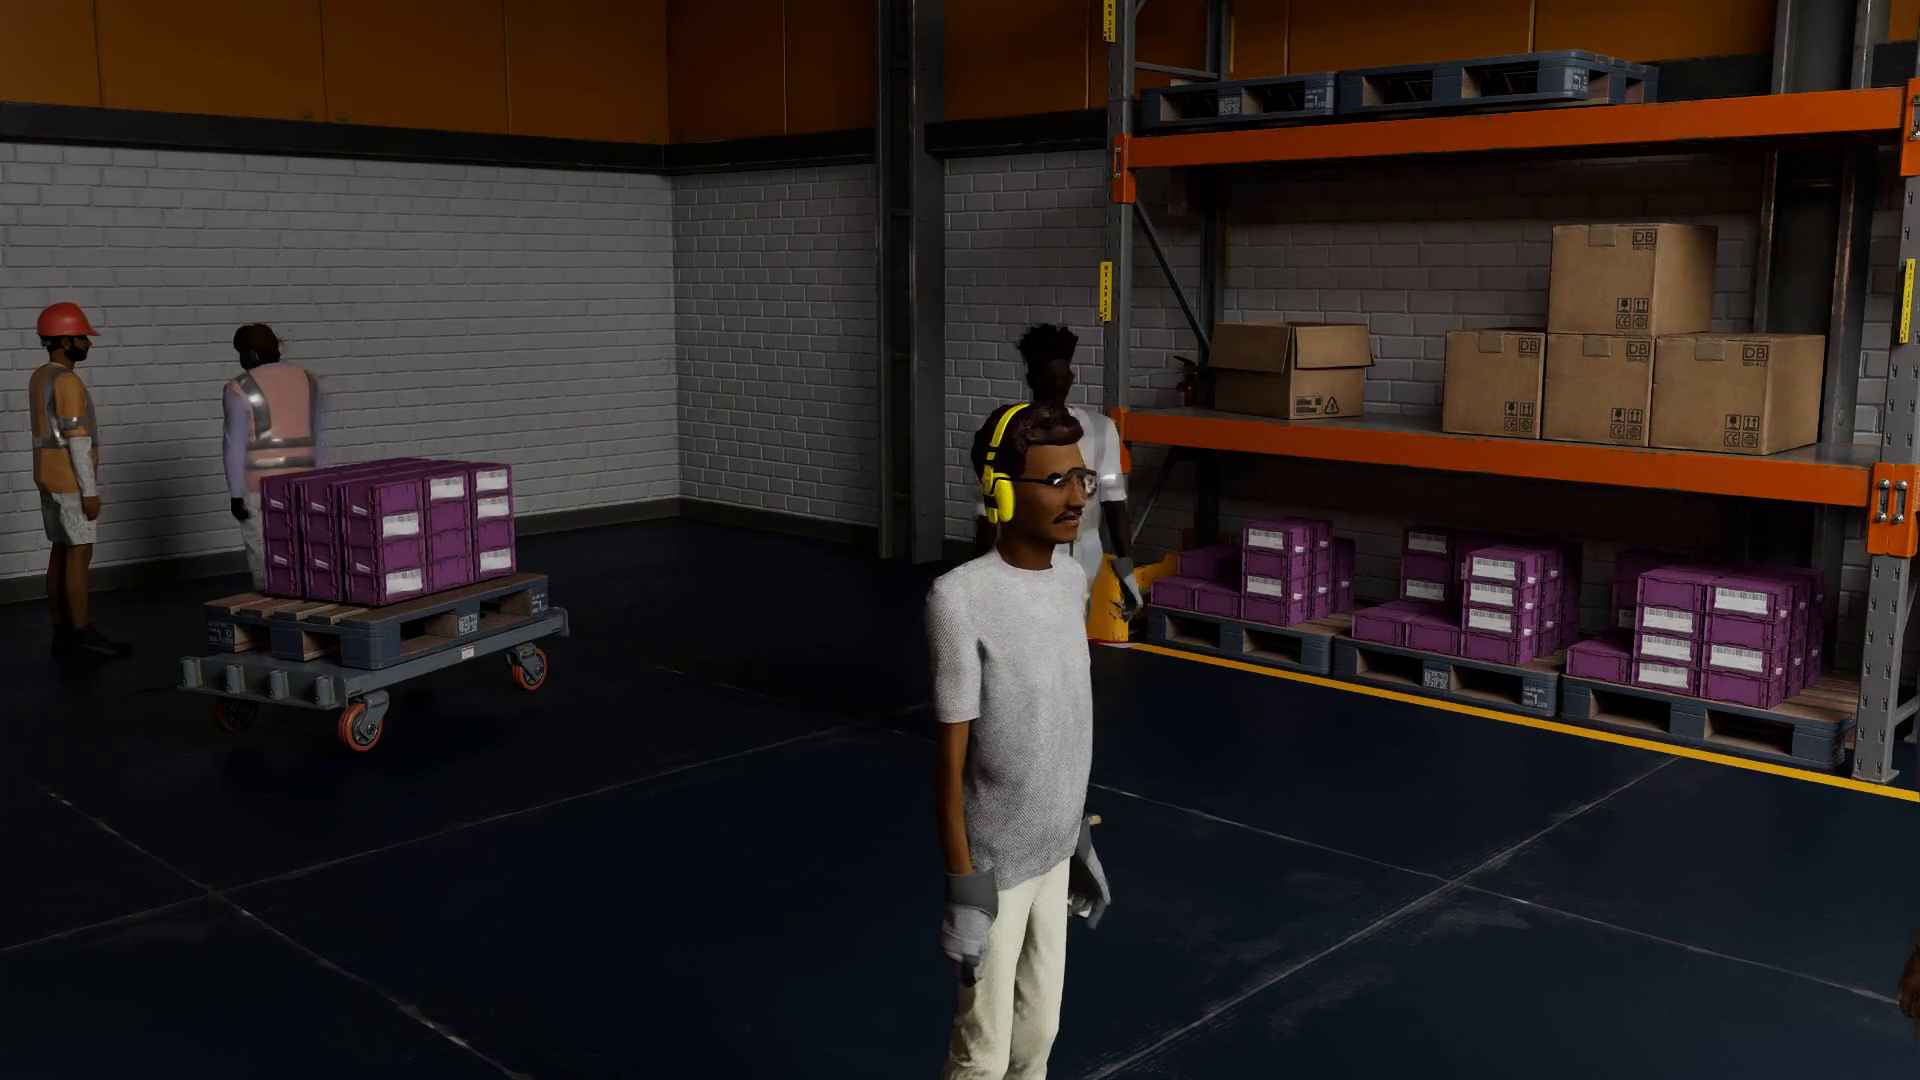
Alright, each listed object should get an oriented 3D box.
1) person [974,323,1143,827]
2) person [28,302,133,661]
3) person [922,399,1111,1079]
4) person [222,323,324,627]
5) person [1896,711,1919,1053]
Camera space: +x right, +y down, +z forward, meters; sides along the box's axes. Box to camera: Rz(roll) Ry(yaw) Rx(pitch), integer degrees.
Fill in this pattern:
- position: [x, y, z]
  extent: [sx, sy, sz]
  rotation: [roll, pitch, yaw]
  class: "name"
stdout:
- position: [0.366, 0.107, 6.549]
  extent: [0.605, 1.918, 1.008]
  rotation: [-4, 10, -23]
  class: "person"
- position: [-4.825, -0.315, 9.056]
  extent: [0.545, 1.939, 0.373]
  rotation: [9, 13, 44]
  class: "person"
- position: [0.135, 0.653, 3.327]
  extent: [0.328, 1.873, 0.520]
  rotation: [6, 11, 33]
  class: "person"
- position: [-3.838, -0.317, 9.447]
  extent: [0.651, 1.816, 0.646]
  rotation: [6, 11, 32]
  class: "person"
- position: [1.908, 0.668, 3.050]
  extent: [0.627, 1.934, 0.370]
  rotation: [-9, 13, -43]
  class: "person"
